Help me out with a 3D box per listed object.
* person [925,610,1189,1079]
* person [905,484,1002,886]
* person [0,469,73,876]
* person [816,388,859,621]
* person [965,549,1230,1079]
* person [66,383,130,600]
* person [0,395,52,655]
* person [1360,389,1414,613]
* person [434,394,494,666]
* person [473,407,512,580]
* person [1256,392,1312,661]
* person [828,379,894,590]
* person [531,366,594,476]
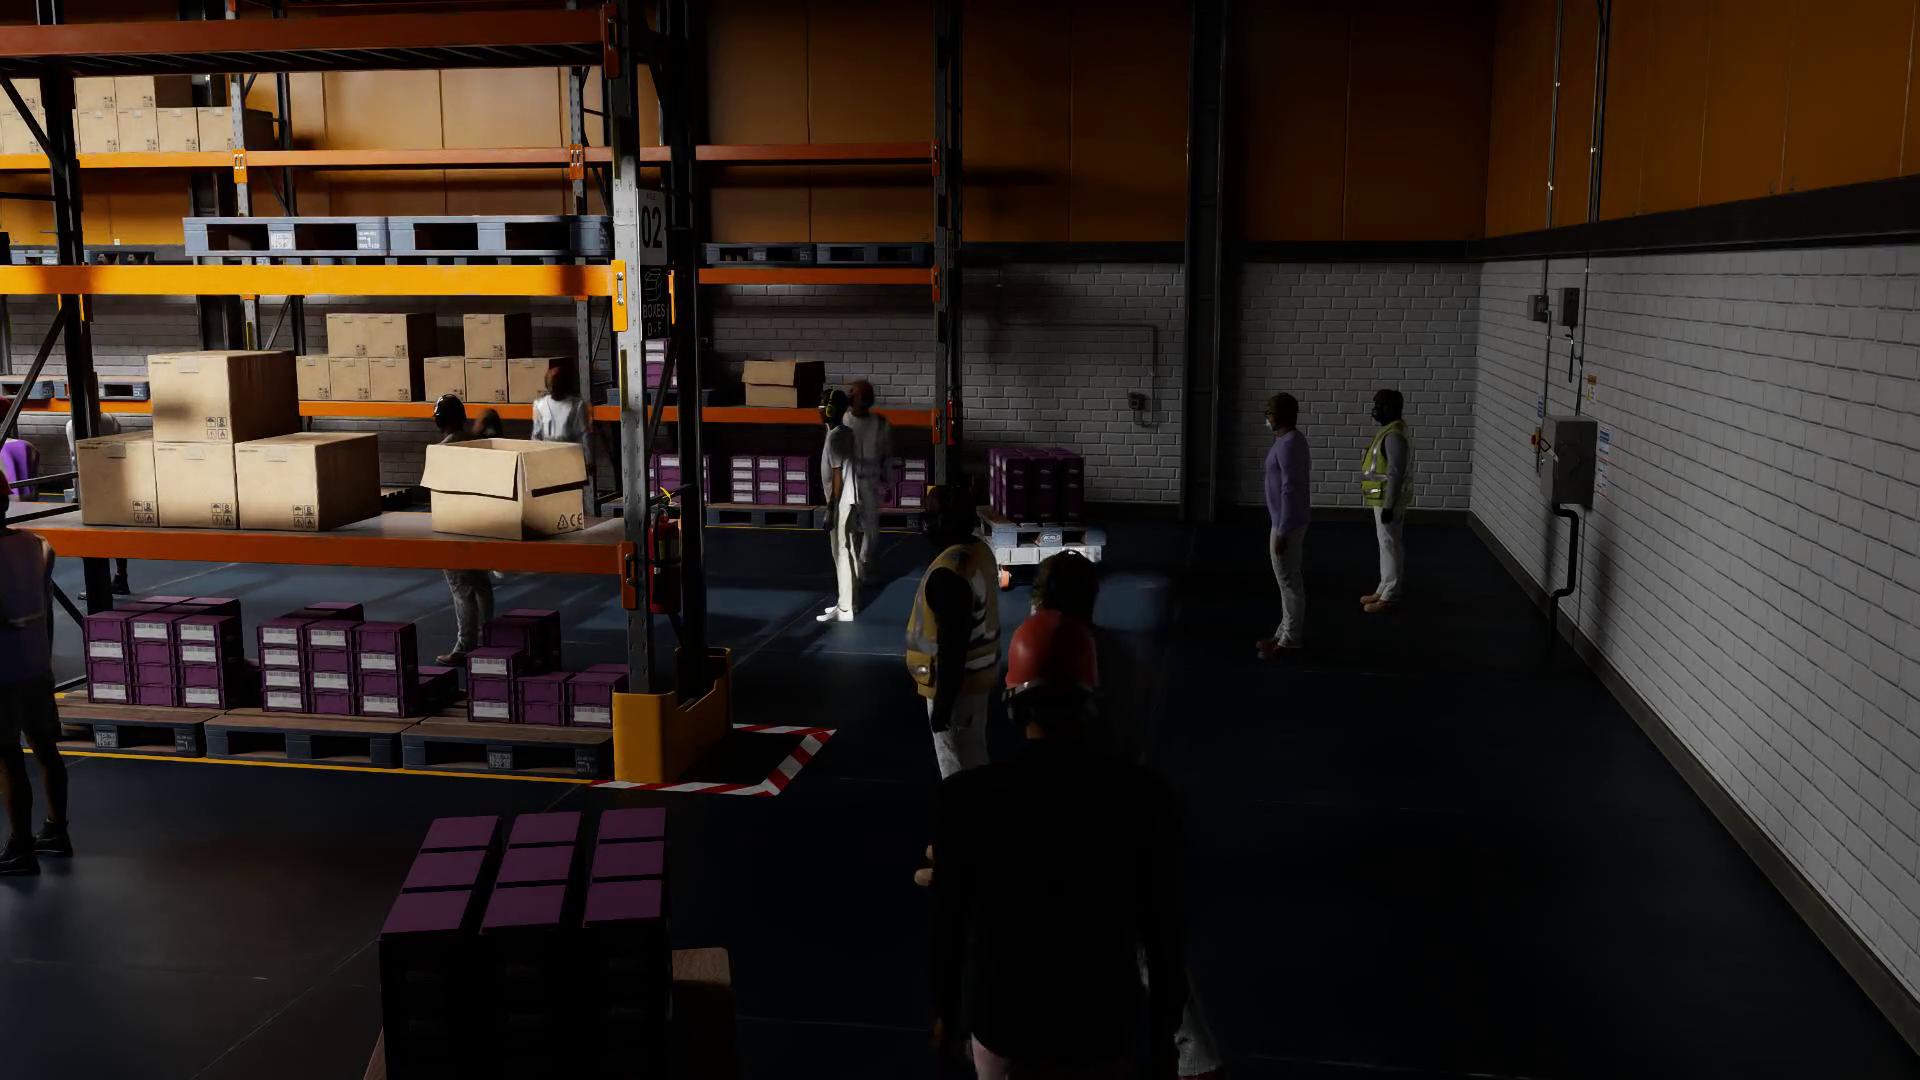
[{"bbox_3d":[0.226,1.156,4.090,0.618,1.979,0.480,-1,9,-8],"label":"person"},{"bbox_3d":[-0.034,0.661,7.601,0.430,1.845,0.624,2,9,12],"label":"person"},{"bbox_3d":[-4.431,0.597,7.711,0.376,1.934,0.546,2,9,12],"label":"person"},{"bbox_3d":[-0.990,-0.276,13.322,0.336,1.873,0.521,2,9,12],"label":"person"},{"bbox_3d":[0.488,0.973,5.538,1.007,1.894,0.643,7,11,36],"label":"person"},{"bbox_3d":[-7.391,-0.447,14.190,0.376,1.934,0.546,2,9,12],"label":"person"},{"bbox_3d":[-6.814,-0.078,11.887,0.375,1.939,0.546,2,9,12],"label":"person"},{"bbox_3d":[3.511,-0.322,13.697,0.430,1.845,0.624,2,9,12],"label":"person"},{"bbox_3d":[-3.556,-0.066,11.821,0.379,1.937,0.629,2,9,12],"label":"person"},{"bbox_3d":[-4.166,-0.375,14.716,0.531,1.616,0.359,-5,11,-30],"label":"person"},{"bbox_3d":[2.344,-0.094,11.997,0.379,1.937,0.629,2,9,12],"label":"person"},{"bbox_3d":[-0.891,-0.495,14.692,0.624,1.865,0.461,-2,9,-15],"label":"person"},{"bbox_3d":[-3.986,-0.809,16.667,0.582,1.863,0.417,2,9,12],"label":"person"}]
